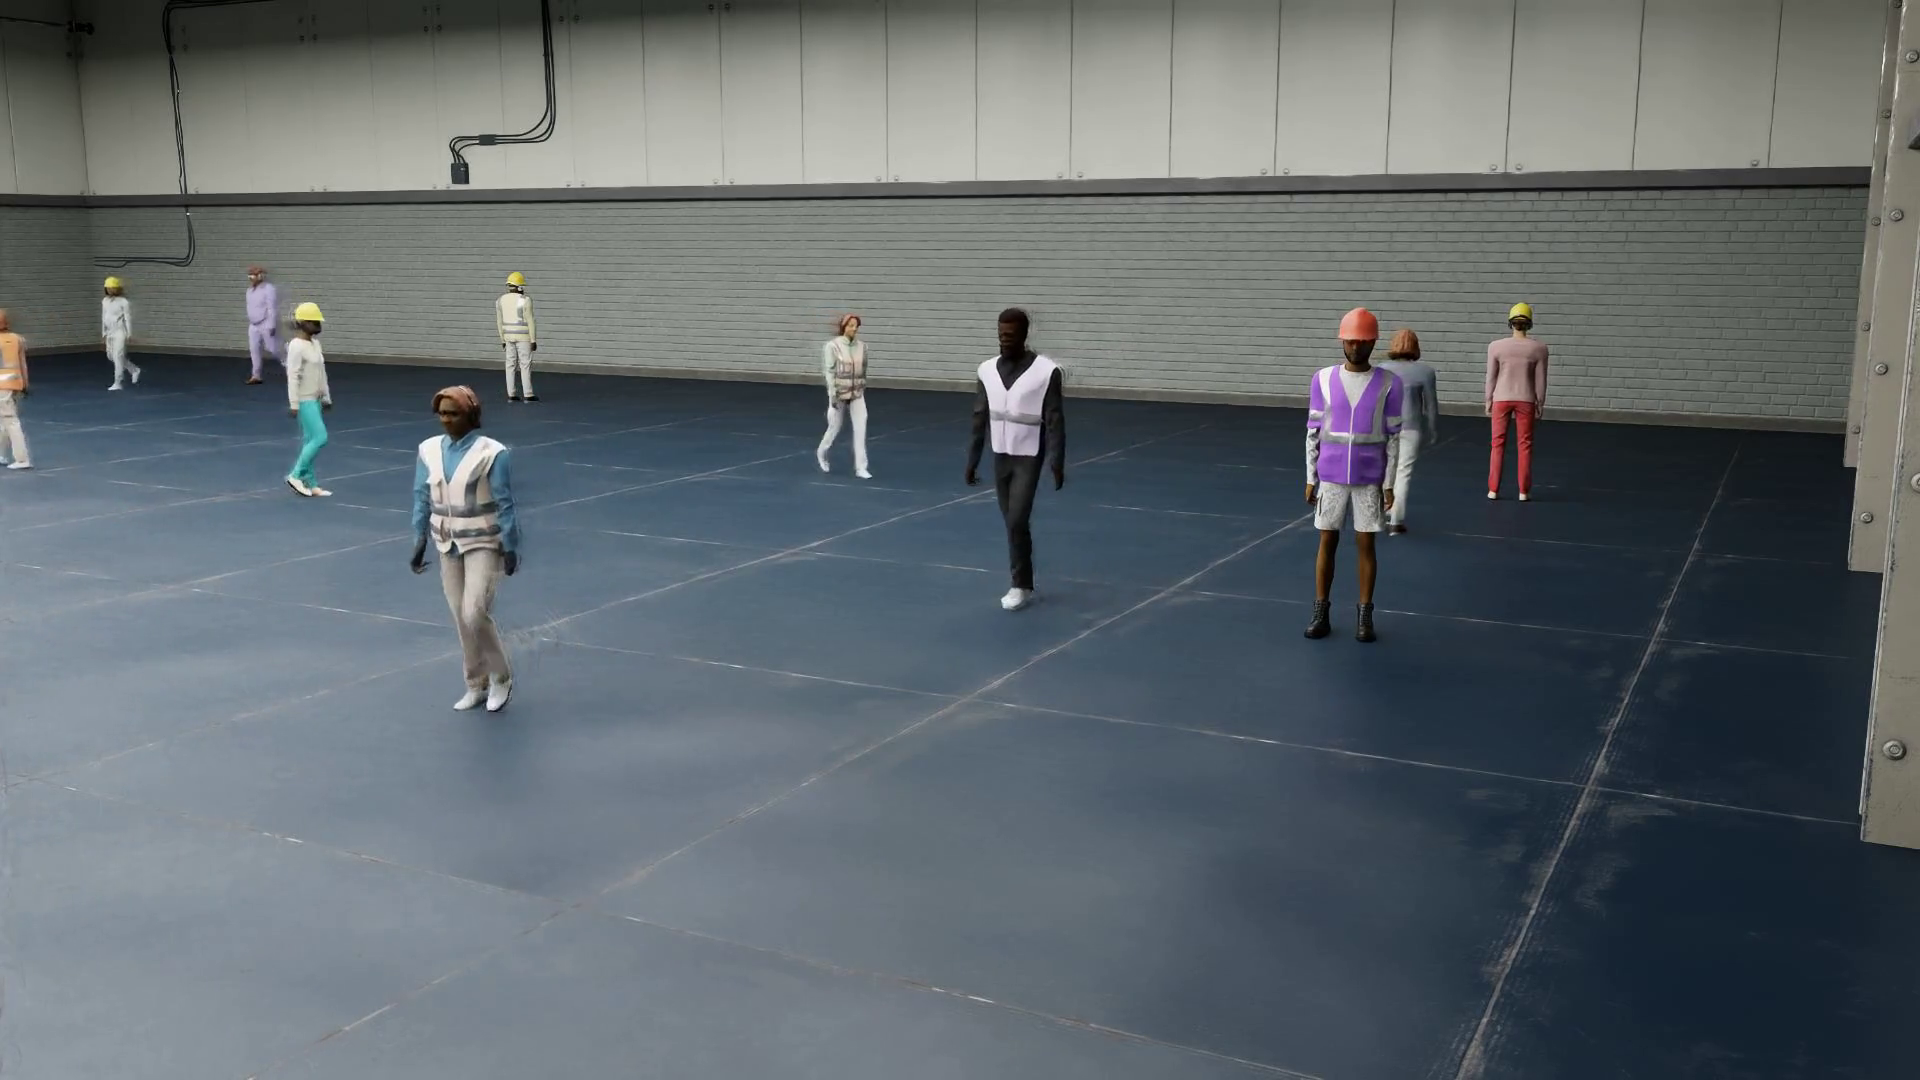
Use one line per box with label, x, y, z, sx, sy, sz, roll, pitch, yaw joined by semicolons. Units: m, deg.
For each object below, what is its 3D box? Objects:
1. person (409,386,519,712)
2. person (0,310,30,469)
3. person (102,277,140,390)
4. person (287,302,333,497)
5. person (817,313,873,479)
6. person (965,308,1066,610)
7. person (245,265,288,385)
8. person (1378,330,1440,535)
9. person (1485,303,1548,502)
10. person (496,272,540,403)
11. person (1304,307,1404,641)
person;-2.431;0.055;8.178;0.528;1.626;0.384;4;11;23
person;-9.729;-1.516;16.756;0.758;1.606;0.541;2;11;13
person;-12.884;-3.175;25.503;0.494;1.726;0.638;4;11;21
person;-5.813;-1.243;14.907;0.377;1.756;0.524;0;10;-2
person;-1.142;-1.417;16.245;0.510;1.611;0.719;-7;12;-33
person;0.318;-0.501;10.474;0.627;1.894;0.659;7;13;35
person;-11.023;-3.421;26.438;0.644;1.883;0.819;4;11;23
person;3.554;-0.866;13.273;0.520;1.605;0.764;7;12;32
person;4.926;-1.219;14.768;0.518;1.757;0.337;3;11;16
person;-6.206;-2.840;23.398;0.590;1.833;0.403;4;11;19
person;2.275;-0.375;9.663;0.543;1.941;0.353;3;11;18
